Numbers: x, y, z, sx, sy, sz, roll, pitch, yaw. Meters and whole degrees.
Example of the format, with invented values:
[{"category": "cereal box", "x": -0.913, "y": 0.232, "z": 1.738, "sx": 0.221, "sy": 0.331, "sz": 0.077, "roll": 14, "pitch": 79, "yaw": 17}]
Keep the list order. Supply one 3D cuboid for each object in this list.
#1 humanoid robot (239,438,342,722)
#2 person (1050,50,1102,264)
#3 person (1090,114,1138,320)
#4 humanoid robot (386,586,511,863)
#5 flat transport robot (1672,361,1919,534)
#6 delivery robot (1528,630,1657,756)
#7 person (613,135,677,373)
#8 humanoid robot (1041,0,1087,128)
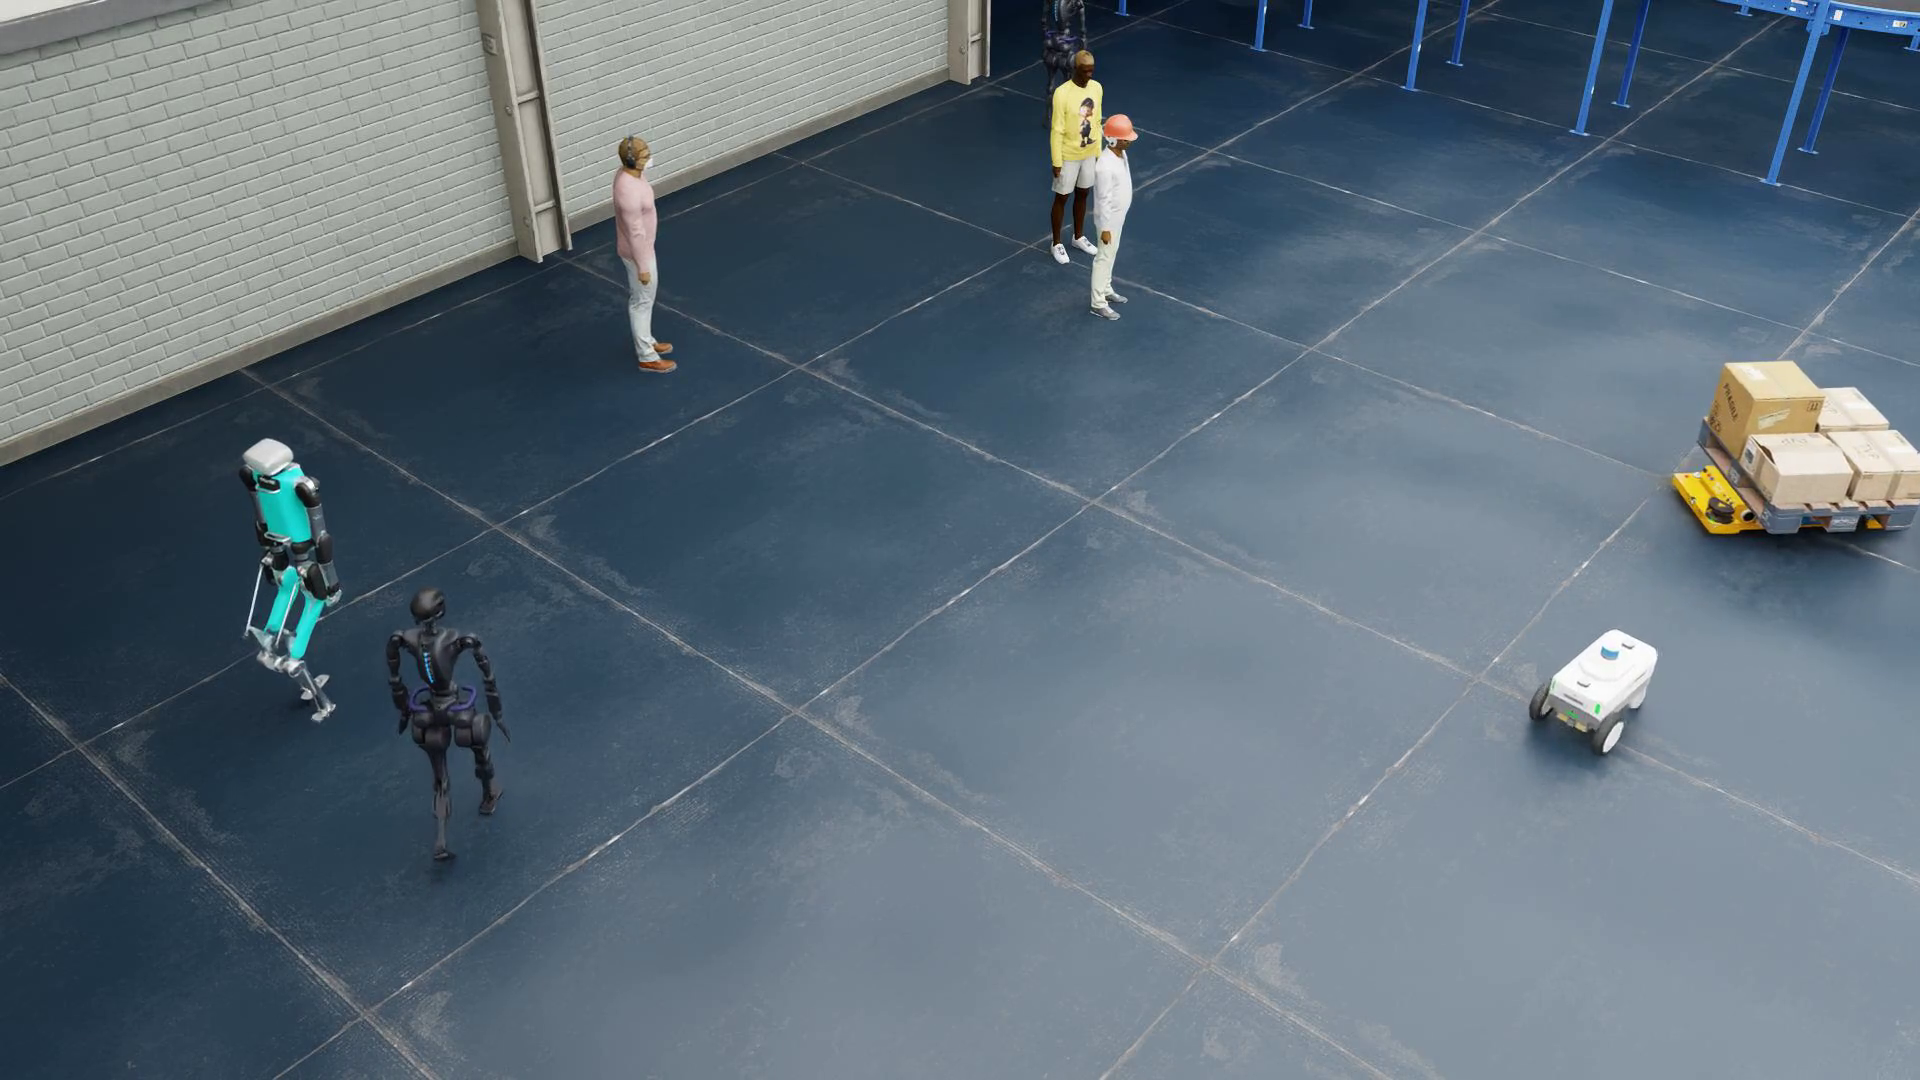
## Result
[{"category": "humanoid robot", "x": -3.954, "y": 0.315, "z": 9.678, "sx": 0.537, "sy": 1.803, "sz": 0.672, "roll": 15, "pitch": 38, "yaw": 20}, {"category": "person", "x": 1.032, "y": -3.415, "z": 14.778, "sx": 0.540, "sy": 1.901, "sz": 0.377, "roll": -21, "pitch": 41, "yaw": -27}, {"category": "person", "x": 1.285, "y": -2.720, "z": 13.926, "sx": 0.332, "sy": 1.749, "sz": 0.572, "roll": 10, "pitch": 37, "yaw": 14}, {"category": "humanoid robot", "x": -2.733, "y": 0.976, "z": 8.845, "sx": 0.616, "sy": 1.650, "sz": 0.731, "roll": 0, "pitch": 35, "yaw": 0}, {"category": "flat transport robot", "x": 5.915, "y": -0.322, "z": 11.839, "sx": 1.431, "sy": 0.231, "sz": 0.659, "roll": -2, "pitch": 36, "yaw": -3}, {"category": "delivery robot", "x": 3.820, "y": 0.857, "z": 9.922, "sx": 0.769, "sy": 0.577, "sz": 0.499, "roll": -29, "pitch": 44, "yaw": -34}, {"category": "person", "x": -2.515, "y": -2.262, "z": 13.127, "sx": 0.371, "sy": 1.938, "sz": 0.628, "roll": -6, "pitch": 36, "yaw": -8}, {"category": "humanoid robot", "x": 1.061, "y": -5.112, "z": 17.339, "sx": 0.599, "sy": 1.657, "sz": 0.315, "roll": 27, "pitch": 43, "yaw": 32}]
